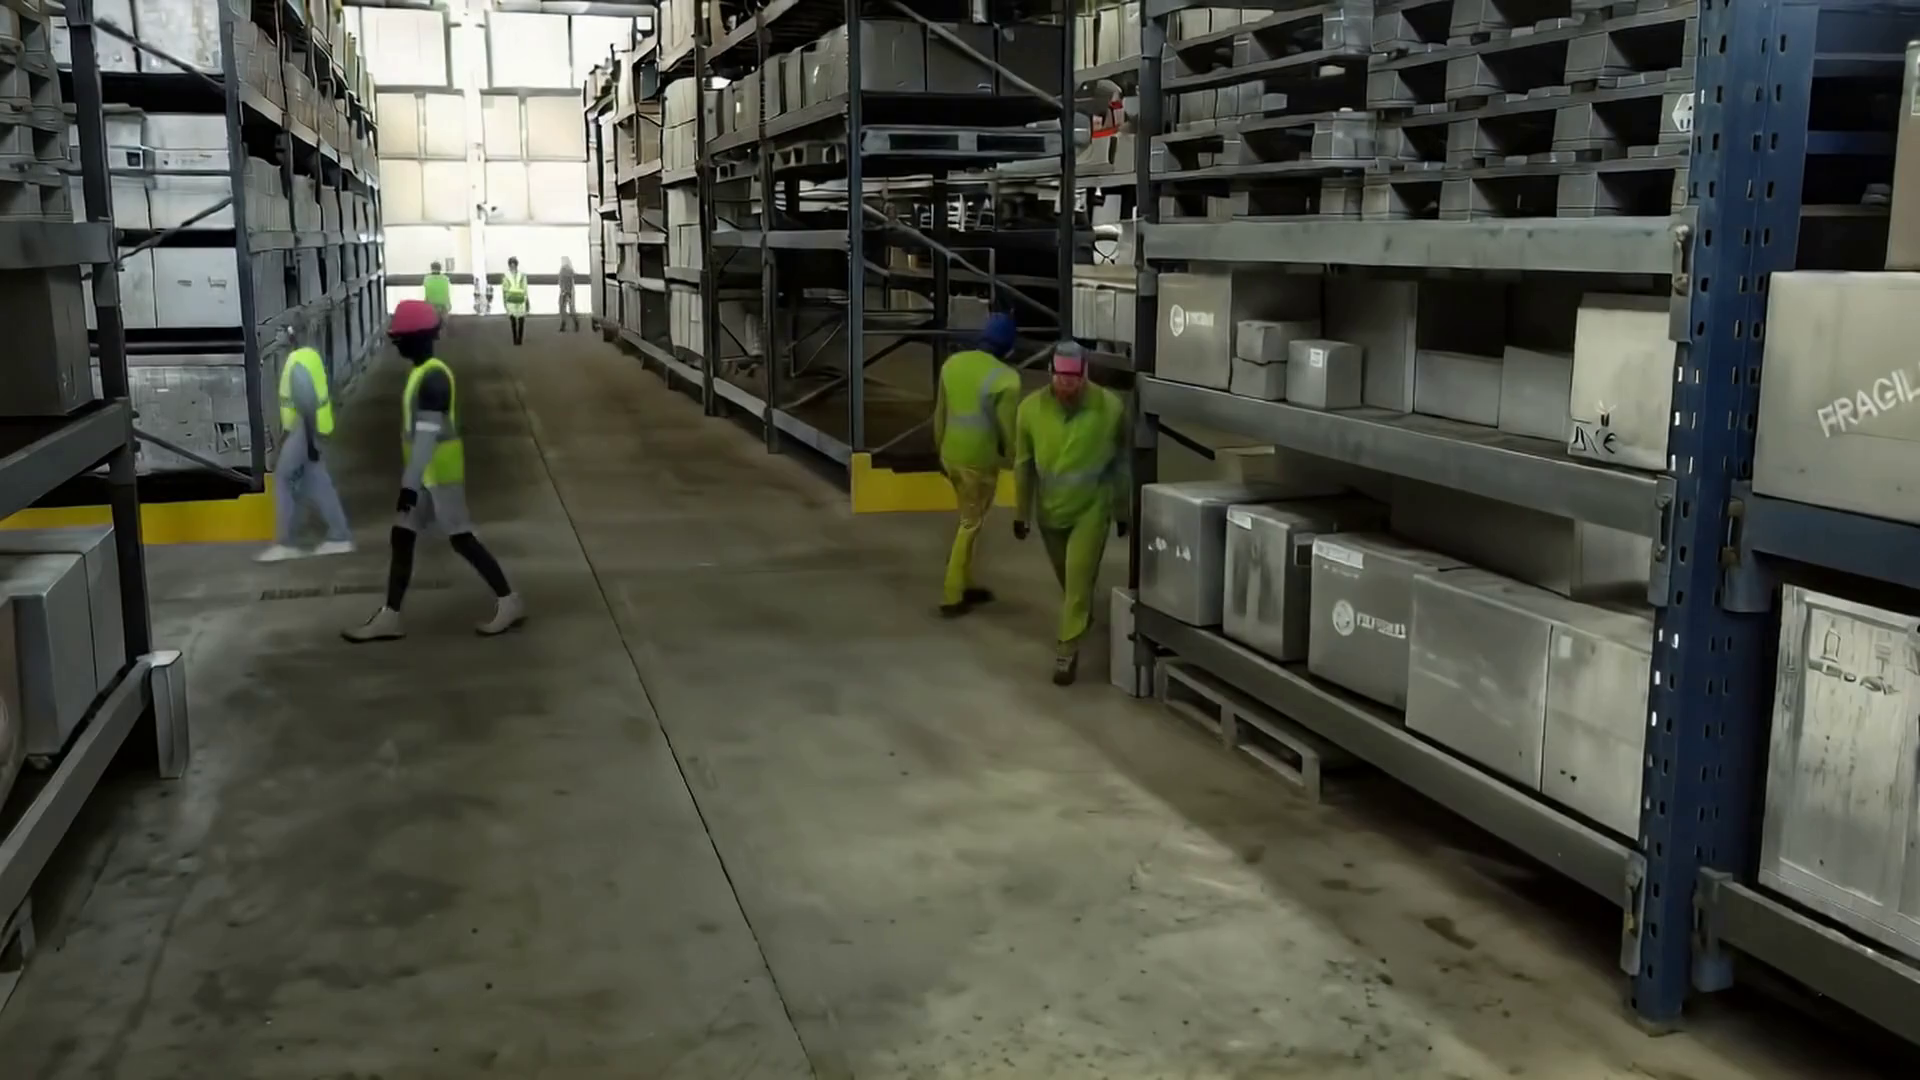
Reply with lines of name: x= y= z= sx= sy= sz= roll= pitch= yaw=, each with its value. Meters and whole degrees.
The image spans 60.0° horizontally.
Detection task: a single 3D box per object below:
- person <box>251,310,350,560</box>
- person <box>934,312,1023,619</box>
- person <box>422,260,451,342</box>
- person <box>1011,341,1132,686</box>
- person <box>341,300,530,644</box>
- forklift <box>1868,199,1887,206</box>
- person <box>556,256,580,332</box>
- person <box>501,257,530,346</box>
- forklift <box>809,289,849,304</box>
person: x=-4.907 y=-0.762 z=12.171 sx=0.802 sy=1.817 sz=0.589 roll=-3 pitch=11 yaw=-18
person: x=0.139 y=-0.453 z=10.256 sx=0.641 sy=1.892 sz=0.695 roll=-9 pitch=14 yaw=-41
person: x=-11.807 y=-5.392 z=37.533 sx=0.620 sy=1.815 sz=0.610 roll=-4 pitch=11 yaw=-20
person: x=0.622 y=-0.208 z=9.174 sx=0.661 sy=1.818 sz=1.140 roll=4 pitch=11 yaw=19
person: x=-3.053 y=-0.393 z=9.659 sx=1.041 sy=2.000 sz=0.609 roll=-6 pitch=12 yaw=-28
forklift: x=11.338 y=-2.915 z=21.052 sx=1.129 sy=2.768 sz=1.873 roll=-3 pitch=11 yaw=-17
person: x=-9.700 y=-6.071 z=41.090 sx=0.659 sy=1.880 sz=0.551 roll=5 pitch=12 yaw=27
person: x=-9.590 y=-5.143 z=35.877 sx=0.571 sy=1.925 sz=0.547 roll=-4 pitch=11 yaw=-22
forklift: x=-3.119 y=-7.298 z=45.078 sx=1.873 sy=2.768 sz=1.129 roll=-3 pitch=11 yaw=-17
